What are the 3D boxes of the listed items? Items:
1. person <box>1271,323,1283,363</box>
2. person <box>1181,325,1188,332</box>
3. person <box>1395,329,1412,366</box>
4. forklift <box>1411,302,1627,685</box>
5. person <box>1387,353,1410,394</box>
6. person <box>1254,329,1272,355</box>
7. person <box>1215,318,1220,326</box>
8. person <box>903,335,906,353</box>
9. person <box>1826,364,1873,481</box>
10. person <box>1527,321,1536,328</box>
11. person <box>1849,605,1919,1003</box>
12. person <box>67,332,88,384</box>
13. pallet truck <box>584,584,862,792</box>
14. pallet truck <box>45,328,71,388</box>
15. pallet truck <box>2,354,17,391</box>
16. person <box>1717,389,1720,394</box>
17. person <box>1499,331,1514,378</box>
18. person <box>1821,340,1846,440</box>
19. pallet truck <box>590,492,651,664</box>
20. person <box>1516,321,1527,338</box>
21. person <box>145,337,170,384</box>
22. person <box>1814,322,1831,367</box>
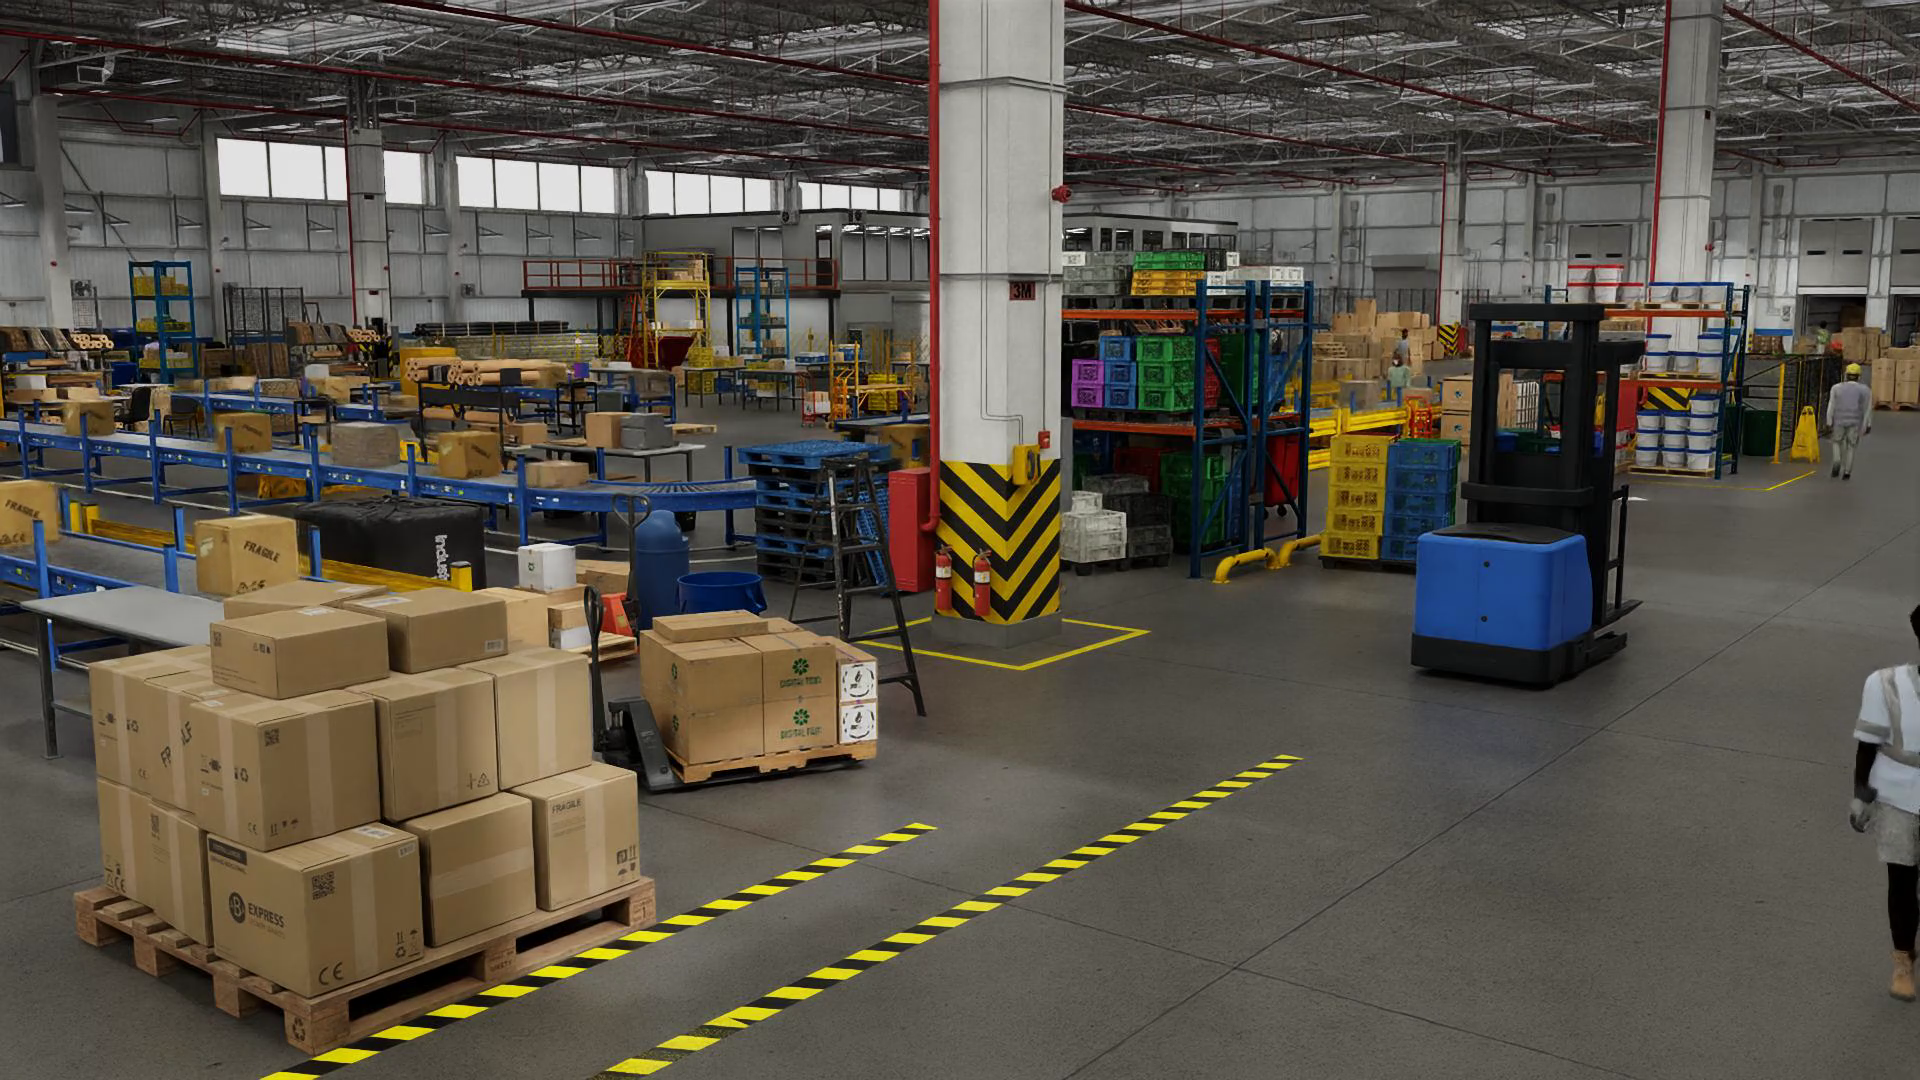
[{"bbox_3d":[11.407,-6.913,59.972,0.506,1.847,0.345,-4,9,-25],"label":"person"},{"bbox_3d":[7.263,-6.015,53.854,0.337,1.869,0.546,4,9,26],"label":"person"},{"bbox_3d":[13.153,-5.336,49.309,0.505,1.857,0.405,-4,9,-26],"label":"person"},{"bbox_3d":[4.379,-0.438,12.852,1.129,2.768,1.873,7,11,37],"label":"forklift"},{"bbox_3d":[9.421,-3.202,35.713,0.517,1.616,0.533,5,10,32],"label":"person"},{"bbox_3d":[8.592,-5.089,47.349,0.675,1.938,0.424,5,10,28],"label":"person"},{"bbox_3d":[11.313,-8.900,73.231,0.573,1.886,0.356,7,11,40],"label":"person"},{"bbox_3d":[-2.165,-8.374,70.538,0.497,1.624,0.287,1,9,9],"label":"person"},{"bbox_3d":[13.872,-1.843,25.935,0.629,1.798,0.824,5,10,28],"label":"person"},{"bbox_3d":[27.216,-9.801,79.141,0.610,1.939,0.417,-7,11,-41],"label":"person"},{"bbox_3d":[3.874,1.070,6.693,0.545,1.674,0.501,5,10,33],"label":"person"},{"bbox_3d":[-22.449,-4.318,42.271,0.637,1.911,0.403,5,10,30],"label":"person"},{"bbox_3d":[-1.426,0.805,10.019,1.601,1.201,0.680,-4,9,-26],"label":"pallet truck"},{"bbox_3d":[-23.775,-4.544,43.495,1.885,1.965,0.823,6,10,35],"label":"pallet truck"},{"bbox_3d":[-24.881,-4.417,42.634,1.885,1.965,0.823,8,11,41],"label":"pallet truck"},{"bbox_3d":[17.532,-3.797,38.666,0.552,1.933,0.368,0,8,3],"label":"person"},{"bbox_3d":[14.748,-4.709,45.007,0.887,1.880,0.625,7,11,39],"label":"person"},{"bbox_3d":[17.258,-2.958,32.858,0.630,1.974,0.449,-2,9,-12],"label":"person"},{"bbox_3d":[-3.115,0.344,12.883,0.653,1.274,1.630,7,11,37],"label":"pallet truck"},{"bbox_3d":[25.701,-9.225,76.057,0.491,1.703,0.803,3,9,20],"label":"person"},{"bbox_3d":[-19.769,-4.204,41.049,0.608,2.044,0.373,-8,12,-43],"label":"person"},{"bbox_3d":[33.816,-7.660,65.200,0.635,1.798,0.957,-3,9,-16],"label":"person"}]
